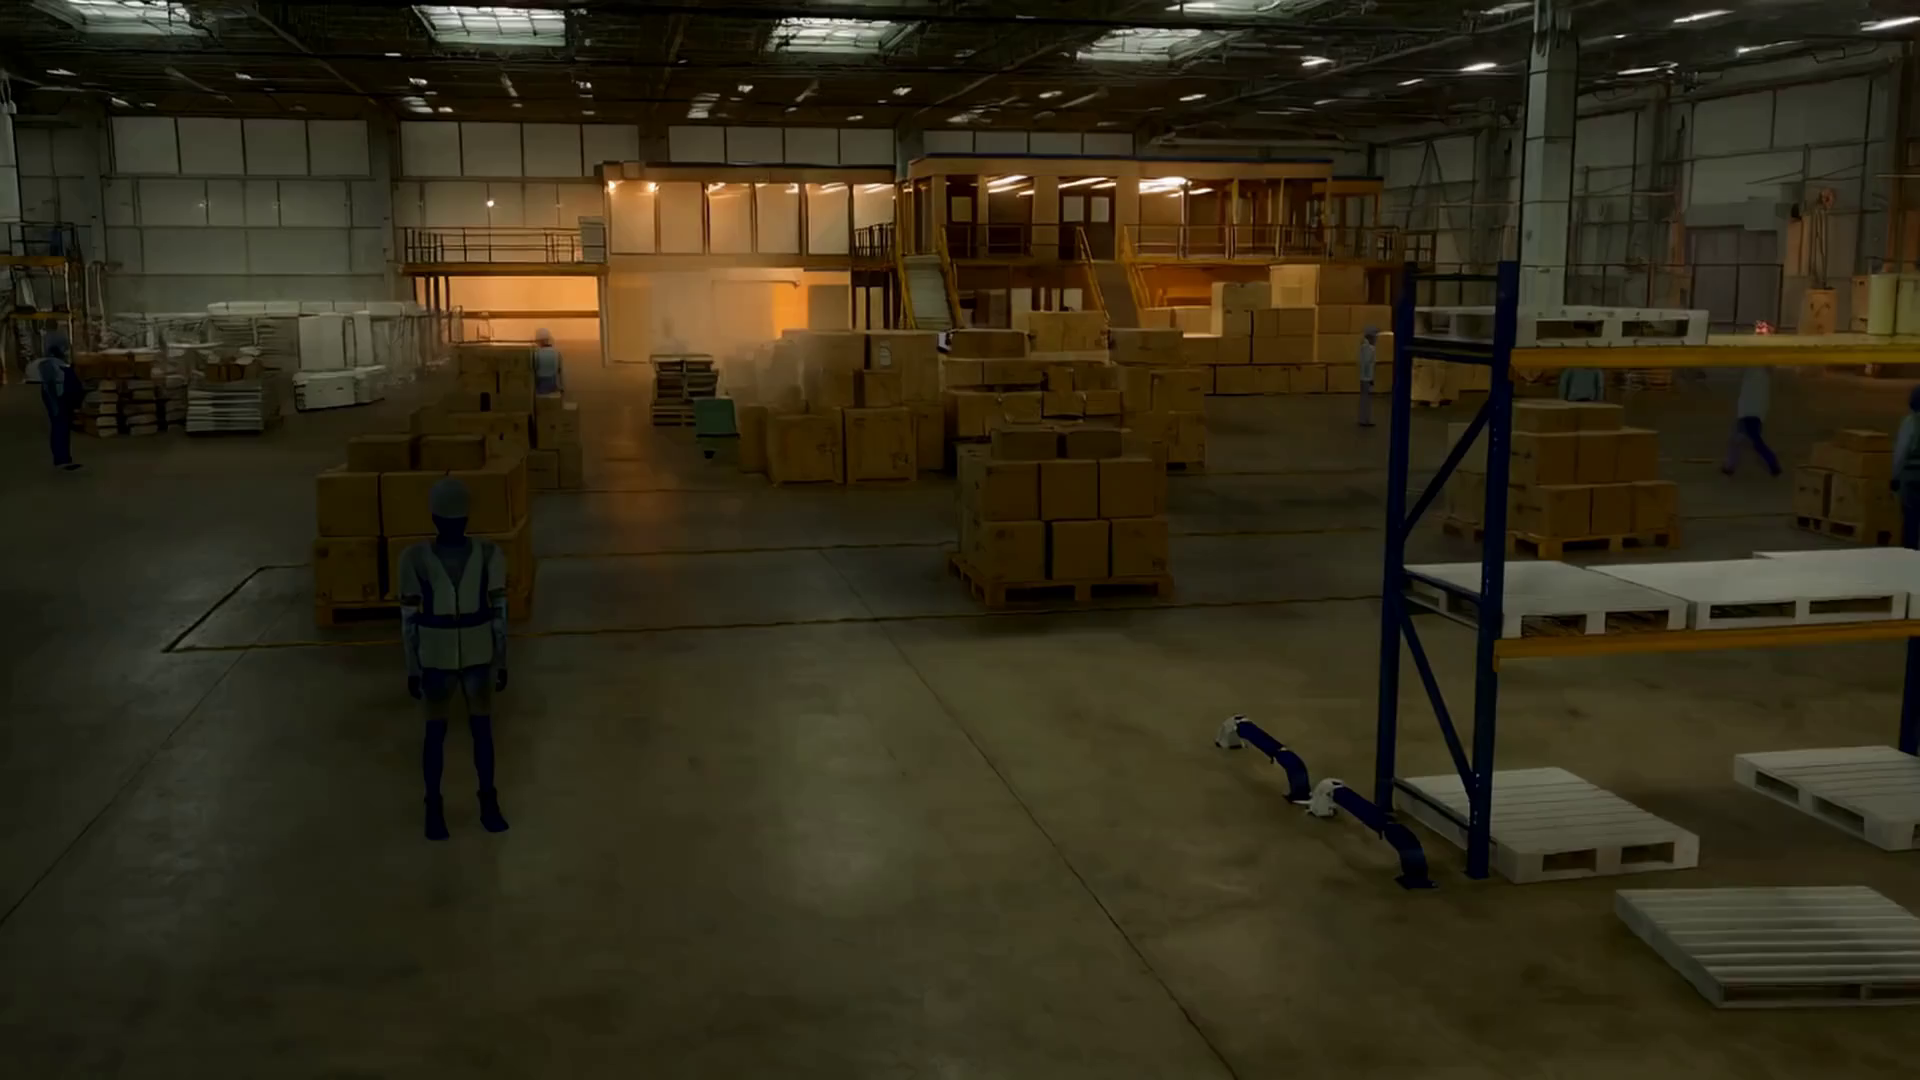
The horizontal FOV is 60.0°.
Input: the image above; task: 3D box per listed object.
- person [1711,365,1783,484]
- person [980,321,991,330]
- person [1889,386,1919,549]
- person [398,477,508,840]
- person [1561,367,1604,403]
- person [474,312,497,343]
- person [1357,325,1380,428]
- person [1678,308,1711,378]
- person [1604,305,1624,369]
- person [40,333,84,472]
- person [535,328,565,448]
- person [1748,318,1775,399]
[{"bbox_3d":[11.083,-1.764,23.223,1.004,1.950,0.626,9,13,44],"label":"person"},{"bbox_3d":[0.586,-3.873,36.458,0.429,1.831,0.627,5,11,29],"label":"person"},{"bbox_3d":[9.735,-0.643,16.767,0.625,1.825,0.748,-5,11,-29],"label":"person"},{"bbox_3d":[-2.639,0.622,8.746,0.542,1.928,0.399,-4,10,-24],"label":"person"},{"bbox_3d":[9.877,-2.251,26.394,0.628,1.891,0.987,1,9,6],"label":"person"},{"bbox_3d":[-12.448,-5.062,43.619,0.585,1.854,0.905,0,9,-1],"label":"person"},{"bbox_3d":[7.645,-3.057,31.157,0.363,1.928,0.587,0,9,-1],"label":"person"},{"bbox_3d":[20.137,-5.399,45.501,0.546,1.907,0.913,-9,13,-44],"label":"person"},{"bbox_3d":[17.998,-5.550,46.251,0.905,1.970,0.616,7,12,38],"label":"person"},{"bbox_3d":[-13.221,-2.028,24.541,0.539,2.000,0.689,-2,10,-15],"label":"person"},{"bbox_3d":[-6.775,-2.450,27.185,0.449,2.027,0.606,9,13,43],"label":"person"},{"bbox_3d":[17.297,-3.824,35.878,0.604,1.919,0.851,6,11,32],"label":"person"}]
